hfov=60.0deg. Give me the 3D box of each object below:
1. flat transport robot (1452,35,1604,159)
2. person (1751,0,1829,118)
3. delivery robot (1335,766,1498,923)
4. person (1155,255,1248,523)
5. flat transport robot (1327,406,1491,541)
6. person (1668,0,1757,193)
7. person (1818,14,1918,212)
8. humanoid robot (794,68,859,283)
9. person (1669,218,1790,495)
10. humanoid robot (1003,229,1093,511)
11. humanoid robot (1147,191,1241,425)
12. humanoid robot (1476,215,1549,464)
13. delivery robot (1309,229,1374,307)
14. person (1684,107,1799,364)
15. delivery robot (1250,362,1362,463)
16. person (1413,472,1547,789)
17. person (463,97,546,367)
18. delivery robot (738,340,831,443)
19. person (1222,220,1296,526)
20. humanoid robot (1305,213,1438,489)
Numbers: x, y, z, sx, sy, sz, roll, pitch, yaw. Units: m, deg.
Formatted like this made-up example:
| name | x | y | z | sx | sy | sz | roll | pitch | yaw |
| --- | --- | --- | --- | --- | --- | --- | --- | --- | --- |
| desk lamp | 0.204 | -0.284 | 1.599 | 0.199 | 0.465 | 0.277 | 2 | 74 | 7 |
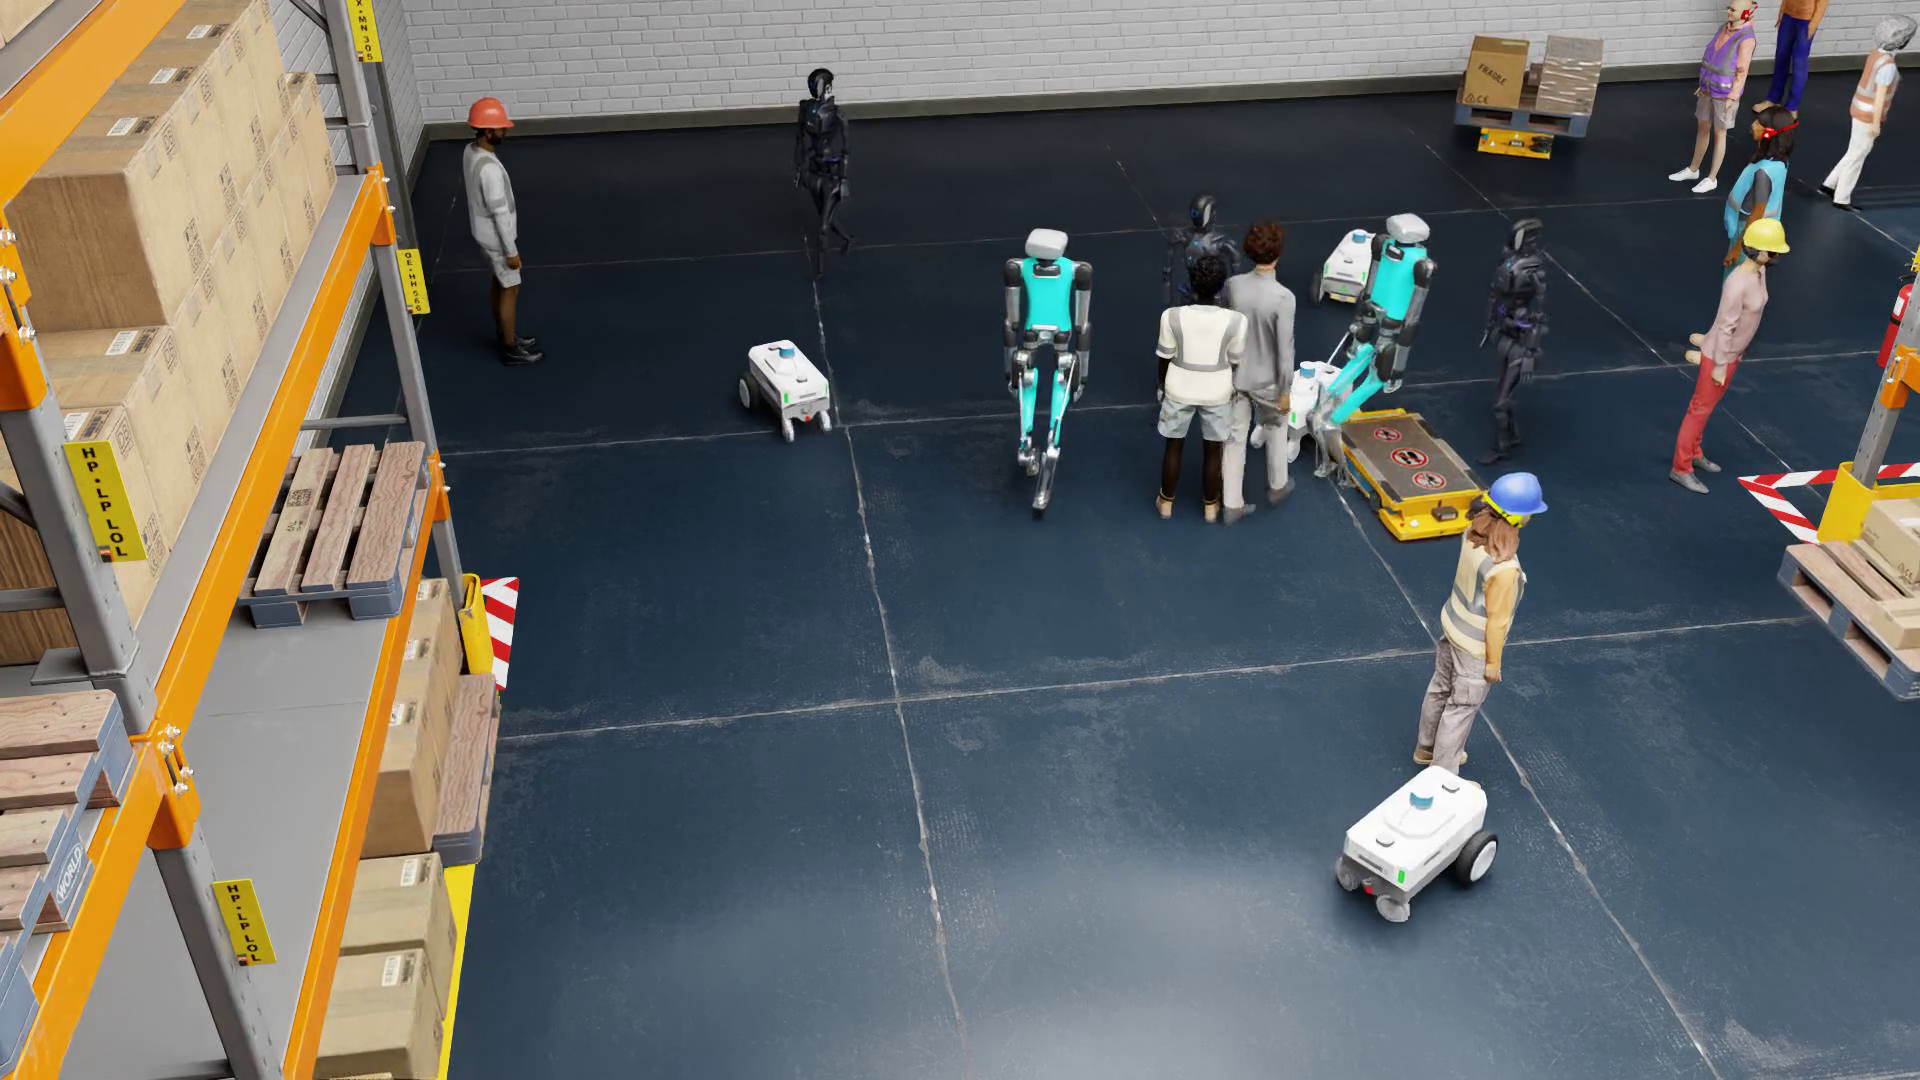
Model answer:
| name | x | y | z | sx | sy | sz | roll | pitch | yaw |
| --- | --- | --- | --- | --- | --- | --- | --- | --- | --- |
| flat transport robot | 5.376 | -4.002 | 15.986 | 0.659 | 0.231 | 1.431 | 11 | 35 | 16 |
| person | 8.118 | -5.075 | 16.077 | 0.401 | 1.973 | 0.517 | -10 | 34 | -15 |
| delivery robot | 2.073 | 1.348 | 7.543 | 0.785 | 0.614 | 0.502 | -27 | 42 | -35 |
| person | 1.420 | -0.878 | 9.898 | 0.534 | 1.692 | 0.320 | 5 | 33 | 7 |
| flat transport robot | 2.798 | -0.470 | 10.572 | 0.659 | 0.231 | 1.431 | -7 | 34 | -11 |
| person | 6.630 | -3.893 | 14.514 | 0.348 | 1.694 | 0.481 | -8 | 34 | -13 |
| person | 7.692 | -3.600 | 14.075 | 0.338 | 1.682 | 0.450 | 8 | 34 | 13 |
| humanoid robot | -1.021 | -2.894 | 13.036 | 0.593 | 1.641 | 0.741 | 23 | 40 | 31 |
| person | 4.737 | -1.147 | 10.239 | 0.325 | 1.768 | 0.524 | 23 | 39 | 30 |
| humanoid robot | 0.492 | -0.942 | 9.939 | 0.540 | 1.742 | 0.948 | 5 | 34 | 8 |
| humanoid robot | 1.598 | -1.498 | 10.883 | 0.595 | 1.645 | 0.472 | 21 | 38 | 28 |
| humanoid robot | 3.536 | -1.279 | 10.530 | 0.522 | 1.637 | 0.585 | -10 | 34 | -14 |
| delivery robot | 3.036 | -2.098 | 12.784 | 0.499 | 0.571 | 0.756 | 15 | 36 | 22 |
| person | 5.488 | -2.106 | 11.619 | 0.388 | 1.866 | 0.529 | 17 | 37 | 24 |
| delivery robot | 2.263 | -0.894 | 10.949 | 0.774 | 0.581 | 0.499 | -29 | 43 | -36 |
| person | 2.435 | 0.450 | 7.791 | 0.342 | 1.767 | 0.455 | -3 | 33 | -4 |
| person | -3.200 | -2.138 | 11.616 | 0.390 | 1.927 | 0.548 | -17 | 37 | -24 |
| delivery robot | -1.160 | -1.047 | 11.211 | 0.499 | 0.613 | 0.816 | -15 | 36 | -22 |
| person | 1.801 | -1.012 | 9.943 | 0.553 | 1.868 | 0.779 | 21 | 38 | 28 |
| humanoid robot | 2.421 | -1.085 | 10.195 | 0.751 | 1.799 | 0.532 | -14 | 36 | -20 |
